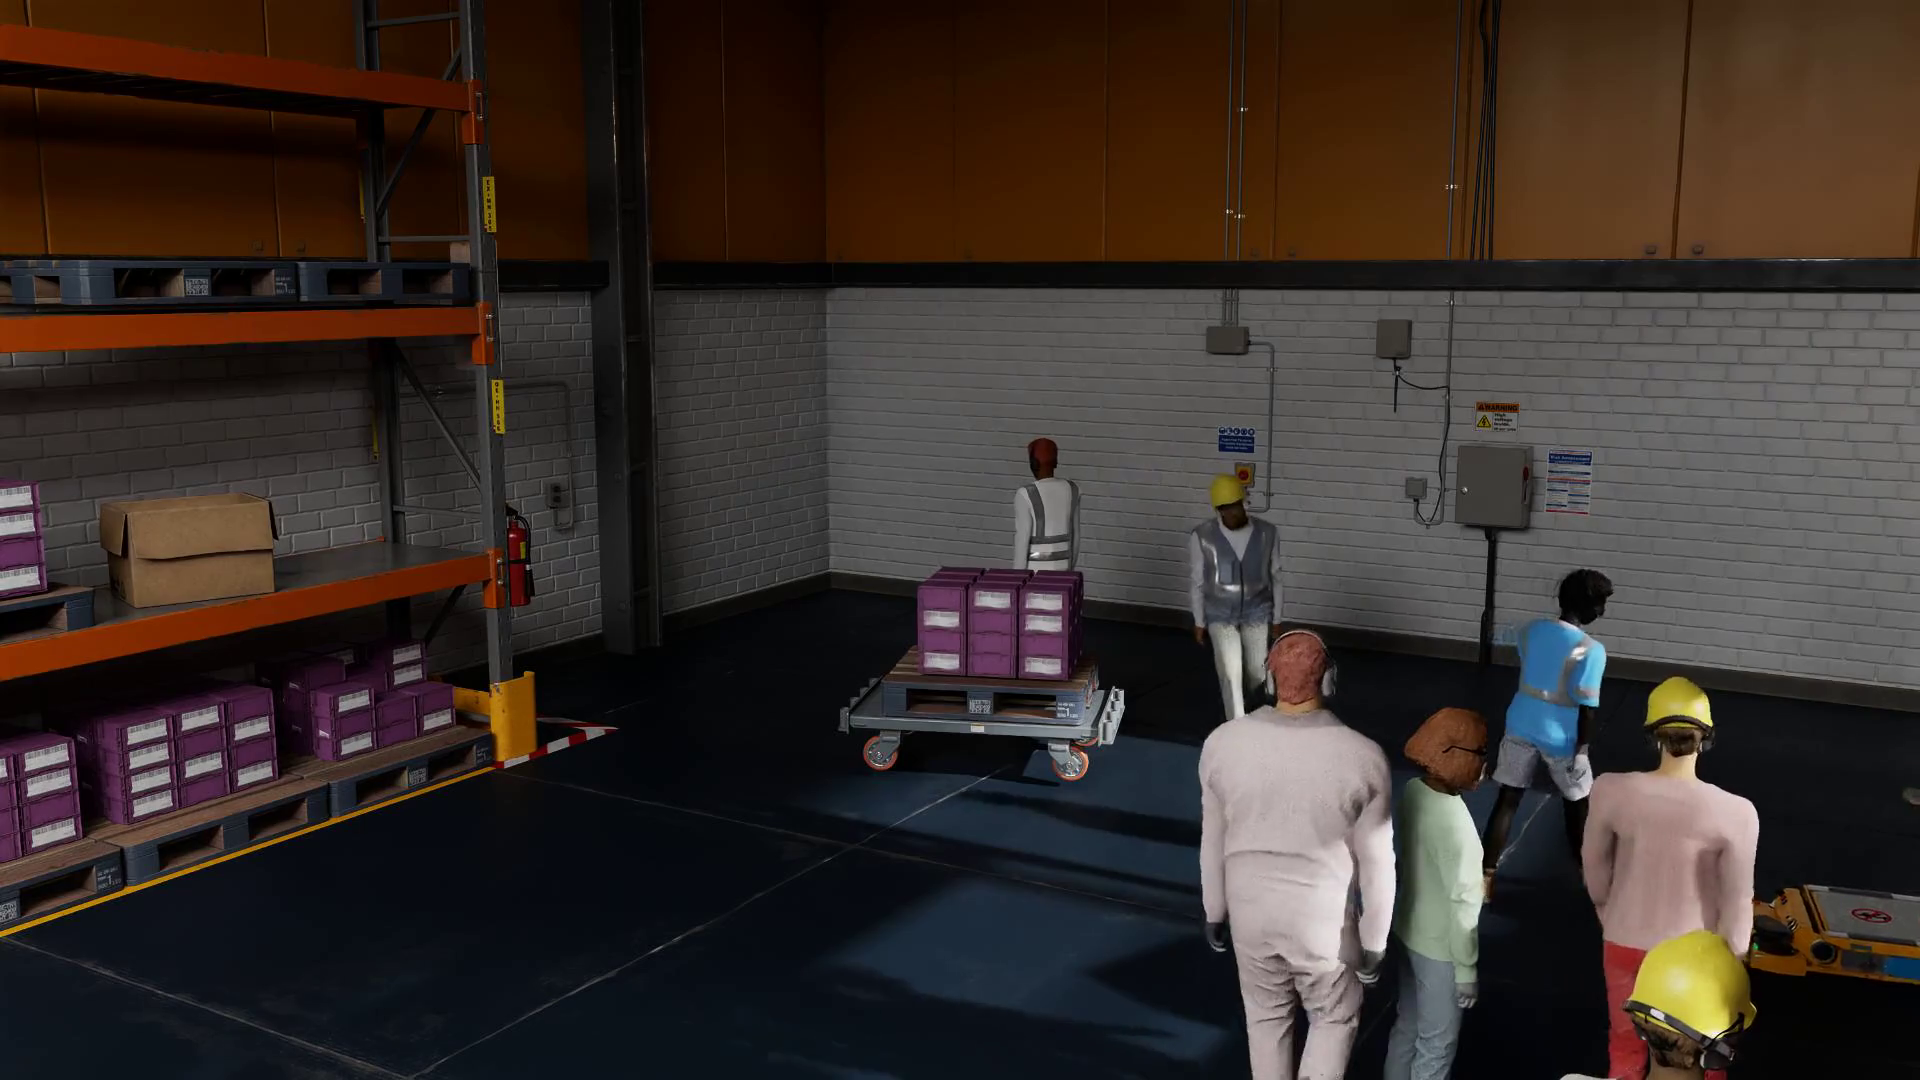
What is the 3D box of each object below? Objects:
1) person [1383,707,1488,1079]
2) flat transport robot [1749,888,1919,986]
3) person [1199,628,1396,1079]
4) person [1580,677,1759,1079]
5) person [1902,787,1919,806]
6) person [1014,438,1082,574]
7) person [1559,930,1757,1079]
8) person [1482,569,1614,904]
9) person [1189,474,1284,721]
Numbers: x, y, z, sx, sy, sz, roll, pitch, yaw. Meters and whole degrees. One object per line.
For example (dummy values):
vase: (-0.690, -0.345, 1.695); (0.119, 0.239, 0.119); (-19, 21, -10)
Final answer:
person: (1.578, 1.347, 5.480); (0.278, 1.633, 0.498); (-1, 9, -6)
flat transport robot: (4.192, 1.748, 7.215); (1.431, 0.197, 0.652); (3, 10, 20)
person: (1.079, 1.231, 5.430); (0.650, 1.884, 0.575); (4, 10, 25)
person: (2.258, 1.310, 5.380); (0.542, 1.740, 0.578); (5, 11, 31)
person: (5.822, 0.620, 9.061); (0.642, 1.951, 1.022); (-6, 11, -32)
person: (0.597, 0.219, 11.743); (0.572, 1.884, 0.356); (-7, 11, -36)
person: (1.398, 1.630, 3.301); (0.320, 1.769, 0.523); (-8, 12, -42)
person: (2.859, 0.945, 7.957); (0.855, 1.633, 0.512); (-5, 11, -31)
person: (1.748, 0.452, 10.579); (0.600, 1.792, 0.683); (0, 9, -1)
